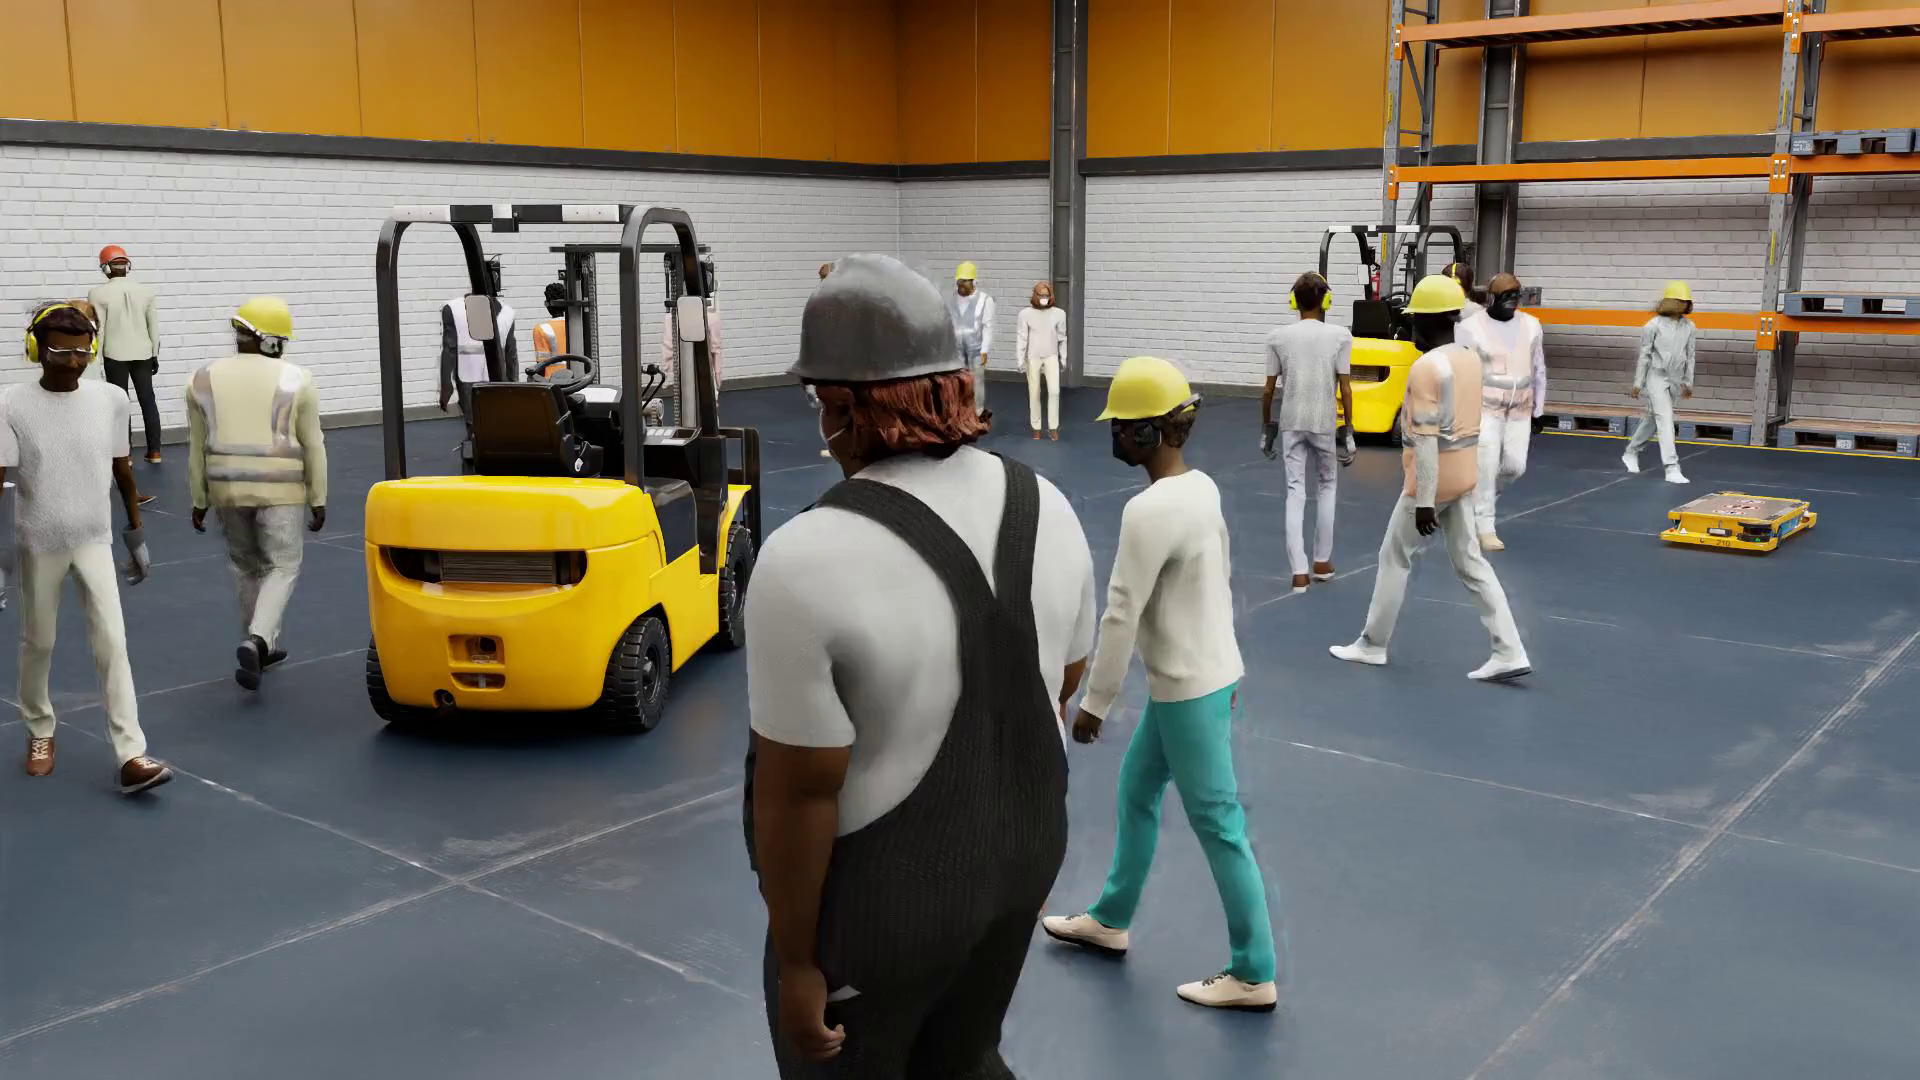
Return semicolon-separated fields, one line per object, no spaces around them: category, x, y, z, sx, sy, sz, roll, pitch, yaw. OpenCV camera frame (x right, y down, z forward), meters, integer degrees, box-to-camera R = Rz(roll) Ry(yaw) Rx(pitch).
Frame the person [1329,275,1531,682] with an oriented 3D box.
person;2.246;-0.282;7.713;0.972;1.885;0.603;10;14;43

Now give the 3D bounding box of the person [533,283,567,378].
person;-3.188;-1.203;13.320;0.319;1.697;0.533;8;13;38

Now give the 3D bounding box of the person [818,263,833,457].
person;-1.161;-1.673;15.587;0.449;1.824;0.625;0;10;1

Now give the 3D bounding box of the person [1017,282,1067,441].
person;0.833;-1.805;16.897;0.517;1.611;0.619;0;10;0

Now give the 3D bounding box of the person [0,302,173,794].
person;-3.291;0.037;6.137;0.632;1.806;0.996;-10;14;-43

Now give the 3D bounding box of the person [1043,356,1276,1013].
person;0.509;0.383;4.449;0.823;1.724;0.533;4;11;21

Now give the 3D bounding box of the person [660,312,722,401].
person;-2.405;-1.526;15.035;0.527;1.727;0.887;1;10;6

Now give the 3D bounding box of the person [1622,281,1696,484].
person;6.005;-1.373;14.268;0.494;1.696;0.922;-3;11;-16

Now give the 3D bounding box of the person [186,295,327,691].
person;-3.208;-0.212;7.560;0.624;1.796;0.781;-1;10;-4

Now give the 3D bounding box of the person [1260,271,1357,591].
person;2.067;-0.651;9.831;0.569;1.845;0.752;3;11;16

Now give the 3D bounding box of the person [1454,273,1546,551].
person;3.561;-0.868;11.103;0.638;1.825;0.639;-1;10;-8

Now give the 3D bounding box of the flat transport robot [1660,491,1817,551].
flat transport robot;5.356;-0.143;11.397;0.652;0.197;1.431;8;13;38

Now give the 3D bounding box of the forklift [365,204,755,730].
forklift;-1.766;-0.406;7.525;1.214;2.155;2.313;1;10;7

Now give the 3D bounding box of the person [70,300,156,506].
person;-6.574;-1.005;12.519;0.874;1.578;0.515;2;10;9

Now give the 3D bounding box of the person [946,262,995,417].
person;0.045;-2.000;17.458;0.595;1.787;0.891;4;11;21

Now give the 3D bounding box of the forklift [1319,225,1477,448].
forklift;4.449;-2.115;16.993;1.214;2.155;2.313;8;13;38

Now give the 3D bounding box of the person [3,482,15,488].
person;-8.011;-1.204;13.493;0.414;1.623;0.534;-4;11;-21

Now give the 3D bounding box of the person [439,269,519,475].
person;-3.553;-1.140;12.415;0.563;1.890;0.624;9;13;40

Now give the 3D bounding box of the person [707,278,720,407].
person;-3.156;-2.538;20.203;0.355;1.883;0.574;8;13;38

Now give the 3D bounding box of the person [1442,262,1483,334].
person;3.810;-1.192;12.798;0.328;1.865;0.519;8;13;38

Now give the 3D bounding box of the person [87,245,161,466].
person;-7.569;-1.666;15.078;0.391;1.988;0.611;8;13;38
